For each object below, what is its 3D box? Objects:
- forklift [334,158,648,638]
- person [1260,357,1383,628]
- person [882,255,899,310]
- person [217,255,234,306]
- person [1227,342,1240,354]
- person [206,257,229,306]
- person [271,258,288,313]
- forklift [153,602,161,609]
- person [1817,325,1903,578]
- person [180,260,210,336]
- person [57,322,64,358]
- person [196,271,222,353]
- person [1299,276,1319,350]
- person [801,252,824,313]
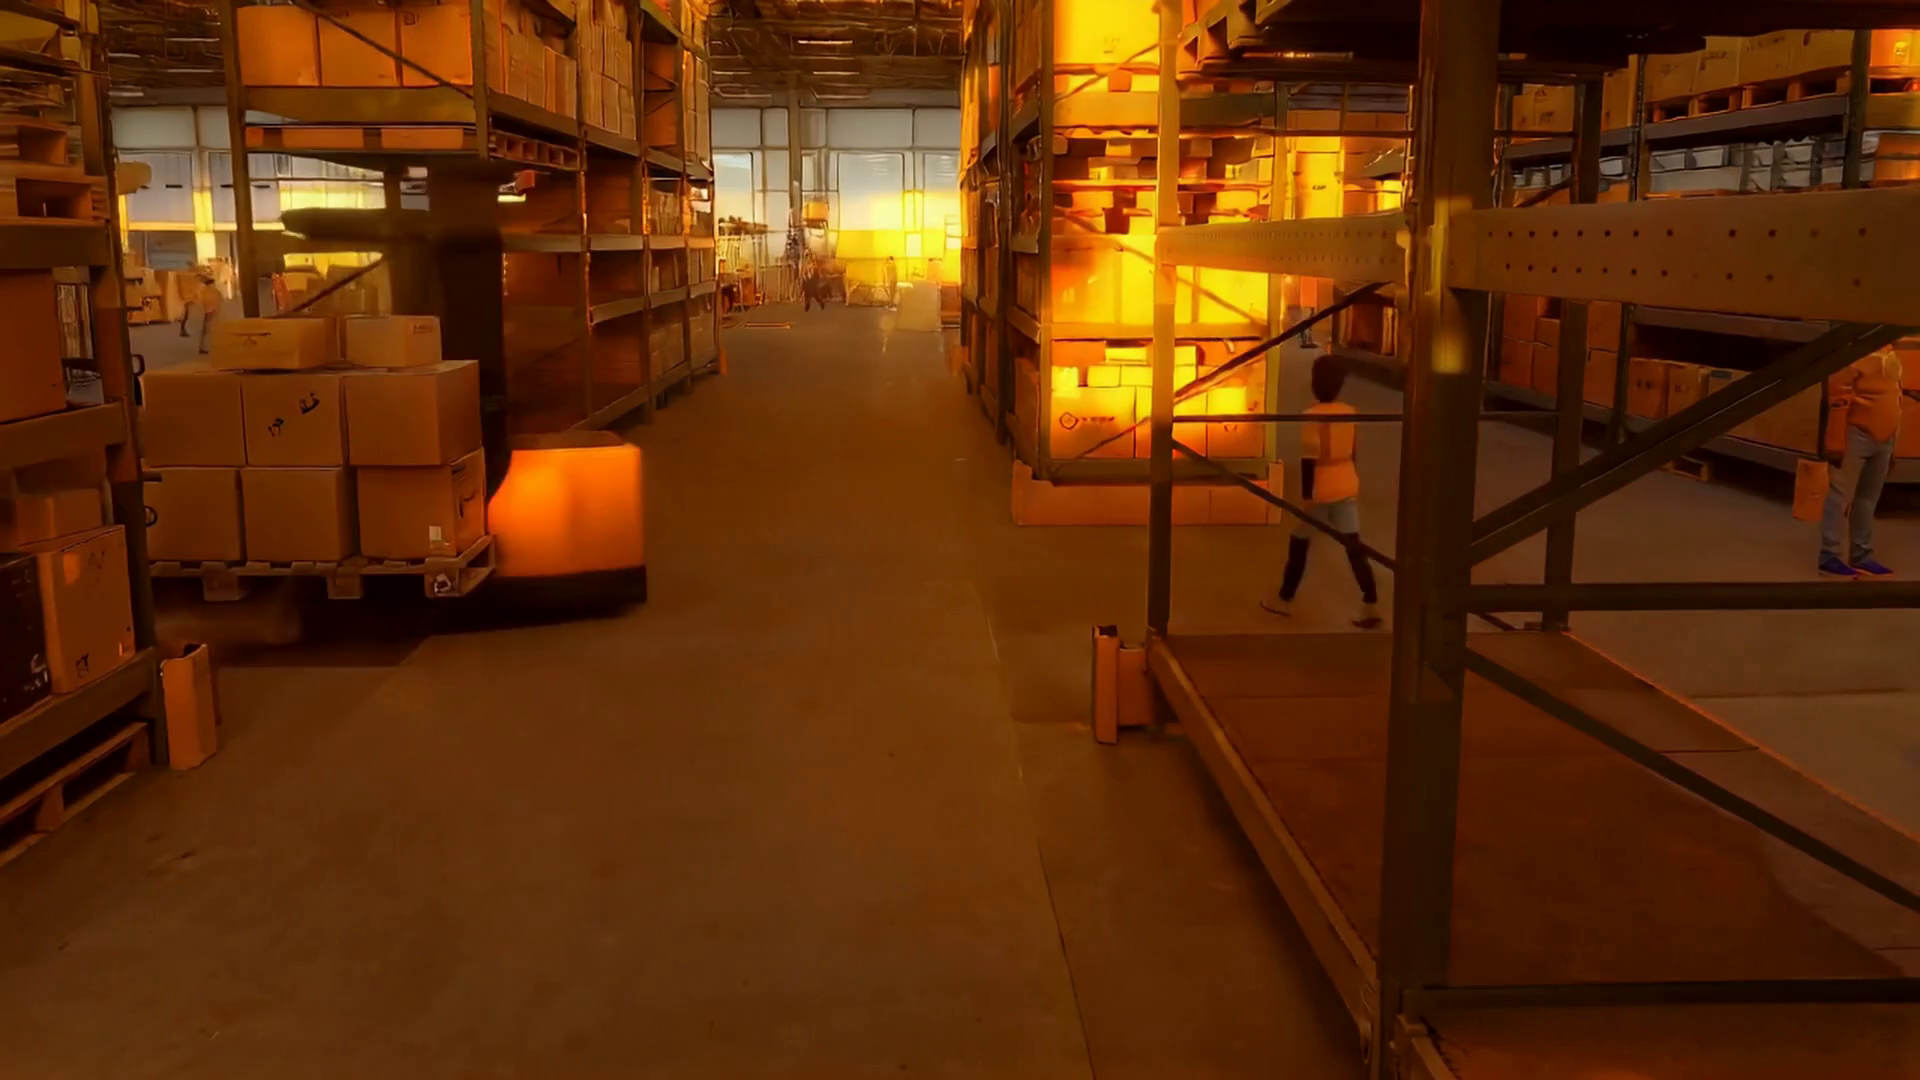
[{"bbox_3d":[-3.011,-0.938,10.346,1.873,2.768,1.129,-4,11,-23],"label":"forklift"},{"bbox_3d":[2.272,-0.296,10.197,0.545,1.652,0.883,-7,12,-34],"label":"person"},{"bbox_3d":[-2.386,-8.704,56.367,0.644,1.900,0.999,-9,14,-41],"label":"person"},{"bbox_3d":[-26.627,-9.381,60.267,0.536,1.851,0.441,-5,11,-25],"label":"person"},{"bbox_3d":[5.787,-4.725,34.786,0.405,1.675,0.553,-4,11,-22],"label":"person"},{"bbox_3d":[-26.940,-9.348,60.241,0.916,1.802,0.636,-1,10,-6],"label":"person"},{"bbox_3d":[-15.717,-5.533,38.513,0.381,1.958,0.602,-2,10,-10],"label":"person"},{"bbox_3d":[-5.858,-0.811,9.639,1.873,2.768,1.129,-1,10,-3],"label":"forklift"},{"bbox_3d":[6.351,-0.683,11.672,0.642,1.900,0.400,-4,11,-23],"label":"person"},{"bbox_3d":[-19.113,-6.016,41.414,0.546,1.890,0.996,2,10,13],"label":"person"},{"bbox_3d":[-11.734,-2.265,21.241,0.538,1.608,0.611,-1,10,-7],"label":"person"},{"bbox_3d":[-15.682,-4.763,34.855,0.877,1.717,0.547,2,10,9],"label":"person"},{"bbox_3d":[7.605,-5.119,36.105,0.390,1.992,0.624,9,14,41],"label":"person"},{"bbox_3d":[-4.878,-8.429,54.419,0.671,2.000,0.695,4,11,21],"label":"person"}]
